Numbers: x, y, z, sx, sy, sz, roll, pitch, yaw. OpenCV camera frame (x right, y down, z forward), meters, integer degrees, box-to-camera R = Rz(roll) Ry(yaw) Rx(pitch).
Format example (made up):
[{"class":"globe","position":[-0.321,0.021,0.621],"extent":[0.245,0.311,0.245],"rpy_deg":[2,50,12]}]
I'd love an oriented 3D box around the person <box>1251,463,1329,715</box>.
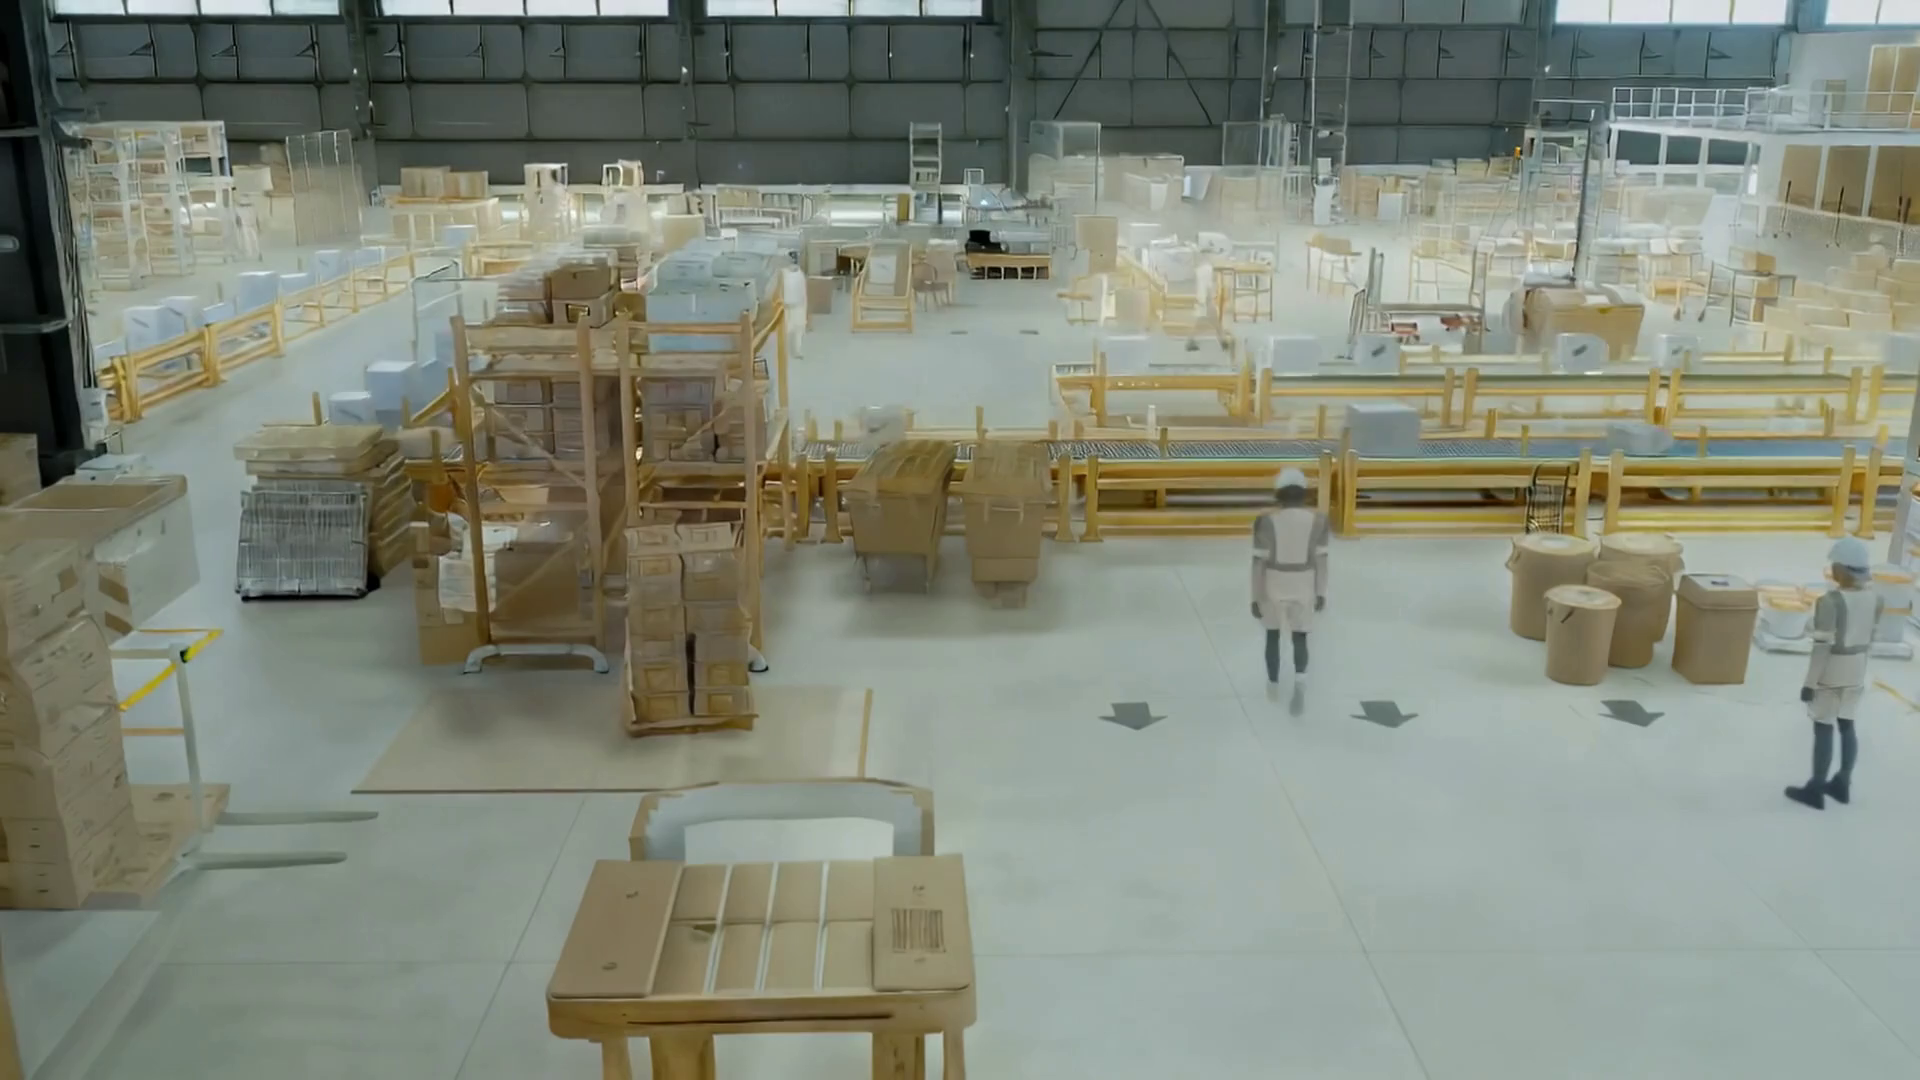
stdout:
[{"class":"person","position":[2.605,0.402,13.204],"extent":[0.619,2.028,0.764],"rpy_deg":[1,16,3]}]

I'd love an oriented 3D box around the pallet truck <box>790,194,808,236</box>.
[{"class":"pallet truck","position":[-4.814,-9.883,50.259],"extent":[0.704,1.261,1.522],"rpy_deg":[-1,16,-3]}]

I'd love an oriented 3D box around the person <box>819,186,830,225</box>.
[{"class":"person","position":[-3.711,-8.864,45.872],"extent":[0.310,1.768,0.533],"rpy_deg":[-6,17,-21]}]

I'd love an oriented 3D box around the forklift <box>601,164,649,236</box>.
[{"class":"forklift","position":[-9.948,-10.127,49.296],"extent":[1.157,1.987,2.680],"rpy_deg":[-1,16,-3]}]

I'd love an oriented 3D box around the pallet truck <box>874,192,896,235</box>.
[{"class":"pallet truck","position":[-2.277,-9.986,50.594],"extent":[0.653,1.274,1.630],"rpy_deg":[0,16,-1]}]

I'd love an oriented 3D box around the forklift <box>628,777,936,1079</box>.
[{"class":"forklift","position":[-0.542,2.165,5.552],"extent":[1.129,2.768,1.873],"rpy_deg":[-1,16,-2]}]

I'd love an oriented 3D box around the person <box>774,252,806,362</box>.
[{"class":"person","position":[-2.968,-4.074,28.995],"extent":[0.645,1.888,0.638],"rpy_deg":[-10,19,-32]}]

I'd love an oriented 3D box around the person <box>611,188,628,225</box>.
[{"class":"person","position":[-8.540,-7.765,41.577],"extent":[0.524,2.029,0.635],"rpy_deg":[-2,16,-8]}]

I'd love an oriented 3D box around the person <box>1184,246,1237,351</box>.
[{"class":"person","position":[4.495,-4.342,29.940],"extent":[0.979,1.881,0.567],"rpy_deg":[-3,16,-11]}]

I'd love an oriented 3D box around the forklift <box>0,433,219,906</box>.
[{"class":"forklift","position":[-5.952,0.780,10.366],"extent":[1.873,2.768,1.129],"rpy_deg":[0,16,-1]}]

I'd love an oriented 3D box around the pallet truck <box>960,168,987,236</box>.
[{"class":"pallet truck","position":[0.383,-10.230,50.206],"extent":[0.823,1.965,1.885],"rpy_deg":[-1,16,-3]}]

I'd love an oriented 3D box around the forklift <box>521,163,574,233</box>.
[{"class":"forklift","position":[-12.233,-10.122,49.298],"extent":[1.157,1.987,2.680],"rpy_deg":[0,16,-1]}]

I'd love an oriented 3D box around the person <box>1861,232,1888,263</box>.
[{"class":"person","position":[18.164,-5.227,33.158],"extent":[0.599,1.810,0.779],"rpy_deg":[-3,16,-11]}]

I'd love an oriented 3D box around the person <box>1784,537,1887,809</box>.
[{"class":"person","position":[6.075,0.922,11.548],"extent":[0.543,1.939,0.370],"rpy_deg":[-6,17,-19]}]

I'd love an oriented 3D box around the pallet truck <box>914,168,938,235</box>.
[{"class":"pallet truck","position":[-0.989,-10.316,50.507],"extent":[0.823,1.965,1.885],"rpy_deg":[1,16,3]}]

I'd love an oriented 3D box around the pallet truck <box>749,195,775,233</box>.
[{"class":"pallet truck","position":[-6.051,-9.967,50.660],"extent":[0.680,1.201,1.601],"rpy_deg":[0,16,-1]}]

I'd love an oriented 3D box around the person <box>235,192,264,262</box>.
[{"class":"person","position":[-18.533,-8.165,43.362],"extent":[0.650,1.813,0.577],"rpy_deg":[-15,22,-41]}]
